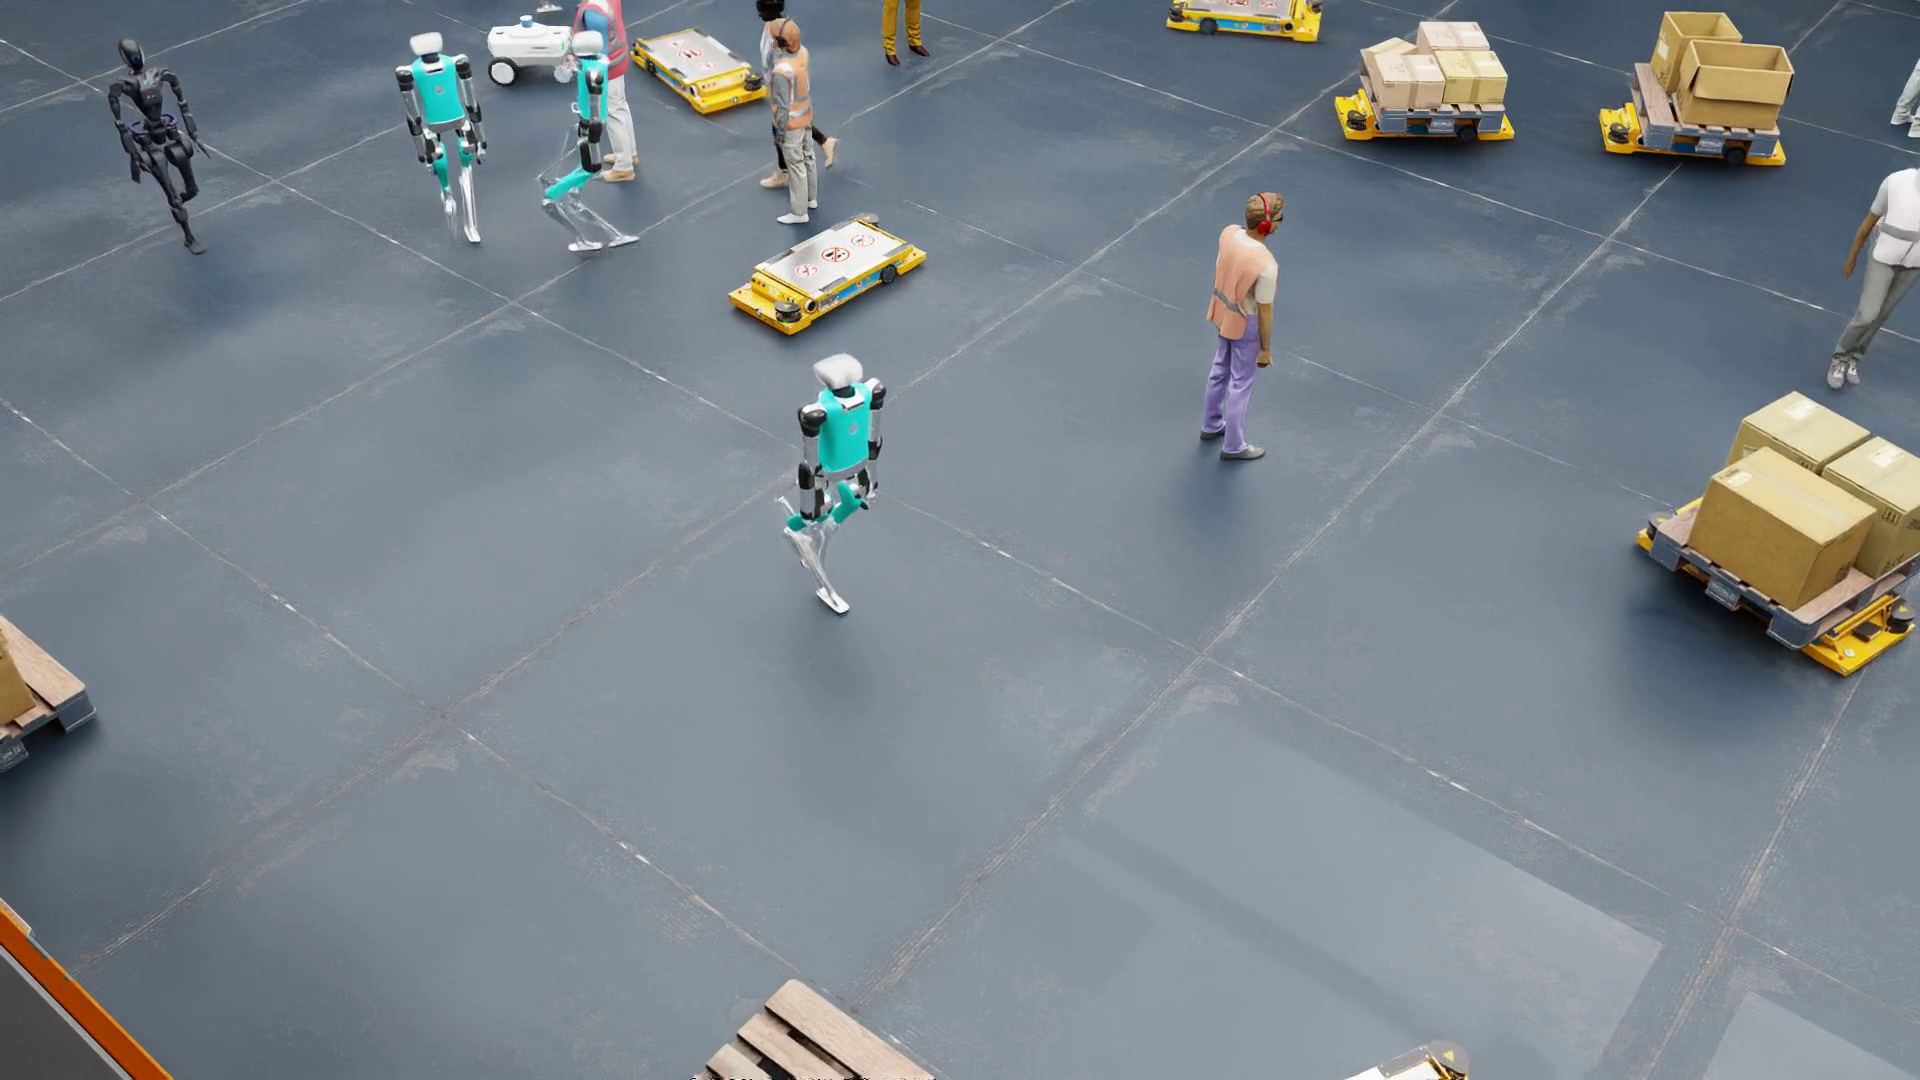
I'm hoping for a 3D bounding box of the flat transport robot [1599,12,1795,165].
[{"bbox_3d":[6.229,-3.464,14.153,1.431,0.231,0.659,7,41,8],"label":"flat transport robot"}]

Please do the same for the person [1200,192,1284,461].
[{"bbox_3d":[1.754,-1.330,10.425,0.378,1.844,0.565,-15,43,-17],"label":"person"}]

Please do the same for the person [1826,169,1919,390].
[{"bbox_3d":[6.216,-1.794,10.986,0.584,1.825,0.563,4,41,5],"label":"person"}]

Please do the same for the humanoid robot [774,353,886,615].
[{"bbox_3d":[-0.802,-0.316,9.402,0.554,1.893,0.761,-29,48,-29],"label":"humanoid robot"}]

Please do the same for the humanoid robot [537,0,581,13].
[{"bbox_3d":[-3.950,-5.786,15.765,0.891,1.776,0.546,-18,44,-20],"label":"humanoid robot"}]

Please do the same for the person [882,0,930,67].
[{"bbox_3d":[-0.502,-5.190,15.037,0.523,1.754,0.340,-26,47,-27],"label":"person"}]

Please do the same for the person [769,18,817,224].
[{"bbox_3d":[-1.286,-3.219,12.803,0.309,1.641,0.514,11,42,13],"label":"person"}]

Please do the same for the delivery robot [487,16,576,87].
[{"bbox_3d":[-3.926,-4.447,15.103,0.790,0.614,0.499,0,40,0],"label":"delivery robot"}]

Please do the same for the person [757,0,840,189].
[{"bbox_3d":[-1.316,-3.620,13.256,0.653,1.665,0.568,-10,41,-12],"label":"person"}]

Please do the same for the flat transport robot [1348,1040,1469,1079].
[{"bbox_3d":[1.658,2.645,6.967,1.431,0.231,0.659,-17,43,-19],"label":"flat transport robot"}]

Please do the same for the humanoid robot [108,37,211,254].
[{"bbox_3d":[-6.060,-3.011,12.562,0.586,1.647,0.689,-33,50,-33],"label":"humanoid robot"}]

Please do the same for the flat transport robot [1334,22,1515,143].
[{"bbox_3d":[4.025,-3.701,14.431,1.431,0.231,0.659,0,40,0],"label":"flat transport robot"}]

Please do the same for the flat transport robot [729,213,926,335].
[{"bbox_3d":[-0.979,-2.005,12.437,0.659,0.231,1.431,31,49,31],"label":"flat transport robot"}]

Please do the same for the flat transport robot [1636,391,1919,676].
[{"bbox_3d":[4.810,0.212,9.829,0.659,0.231,1.431,-24,46,-26],"label":"flat transport robot"}]

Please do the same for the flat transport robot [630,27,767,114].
[{"bbox_3d":[-2.394,-4.291,15.126,0.659,0.231,1.431,-24,46,-26],"label":"flat transport robot"}]

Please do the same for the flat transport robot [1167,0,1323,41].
[{"bbox_3d":[2.756,-5.090,16.066,1.431,0.231,0.659,9,41,10],"label":"flat transport robot"}]

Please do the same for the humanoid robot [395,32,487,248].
[{"bbox_3d":[-3.856,-2.994,12.506,0.535,1.846,0.712,-16,43,-18],"label":"humanoid robot"}]

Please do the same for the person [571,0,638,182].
[{"bbox_3d":[-2.861,-3.774,13.315,0.431,1.838,0.629,-2,40,-2],"label":"person"}]

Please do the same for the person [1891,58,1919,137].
[{"bbox_3d":[8.316,-4.212,13.904,0.321,1.731,0.489,-9,41,-10],"label":"person"}]

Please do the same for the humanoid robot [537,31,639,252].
[{"bbox_3d":[-2.888,-2.857,12.315,0.793,1.777,0.533,-9,41,-11],"label":"humanoid robot"}]
